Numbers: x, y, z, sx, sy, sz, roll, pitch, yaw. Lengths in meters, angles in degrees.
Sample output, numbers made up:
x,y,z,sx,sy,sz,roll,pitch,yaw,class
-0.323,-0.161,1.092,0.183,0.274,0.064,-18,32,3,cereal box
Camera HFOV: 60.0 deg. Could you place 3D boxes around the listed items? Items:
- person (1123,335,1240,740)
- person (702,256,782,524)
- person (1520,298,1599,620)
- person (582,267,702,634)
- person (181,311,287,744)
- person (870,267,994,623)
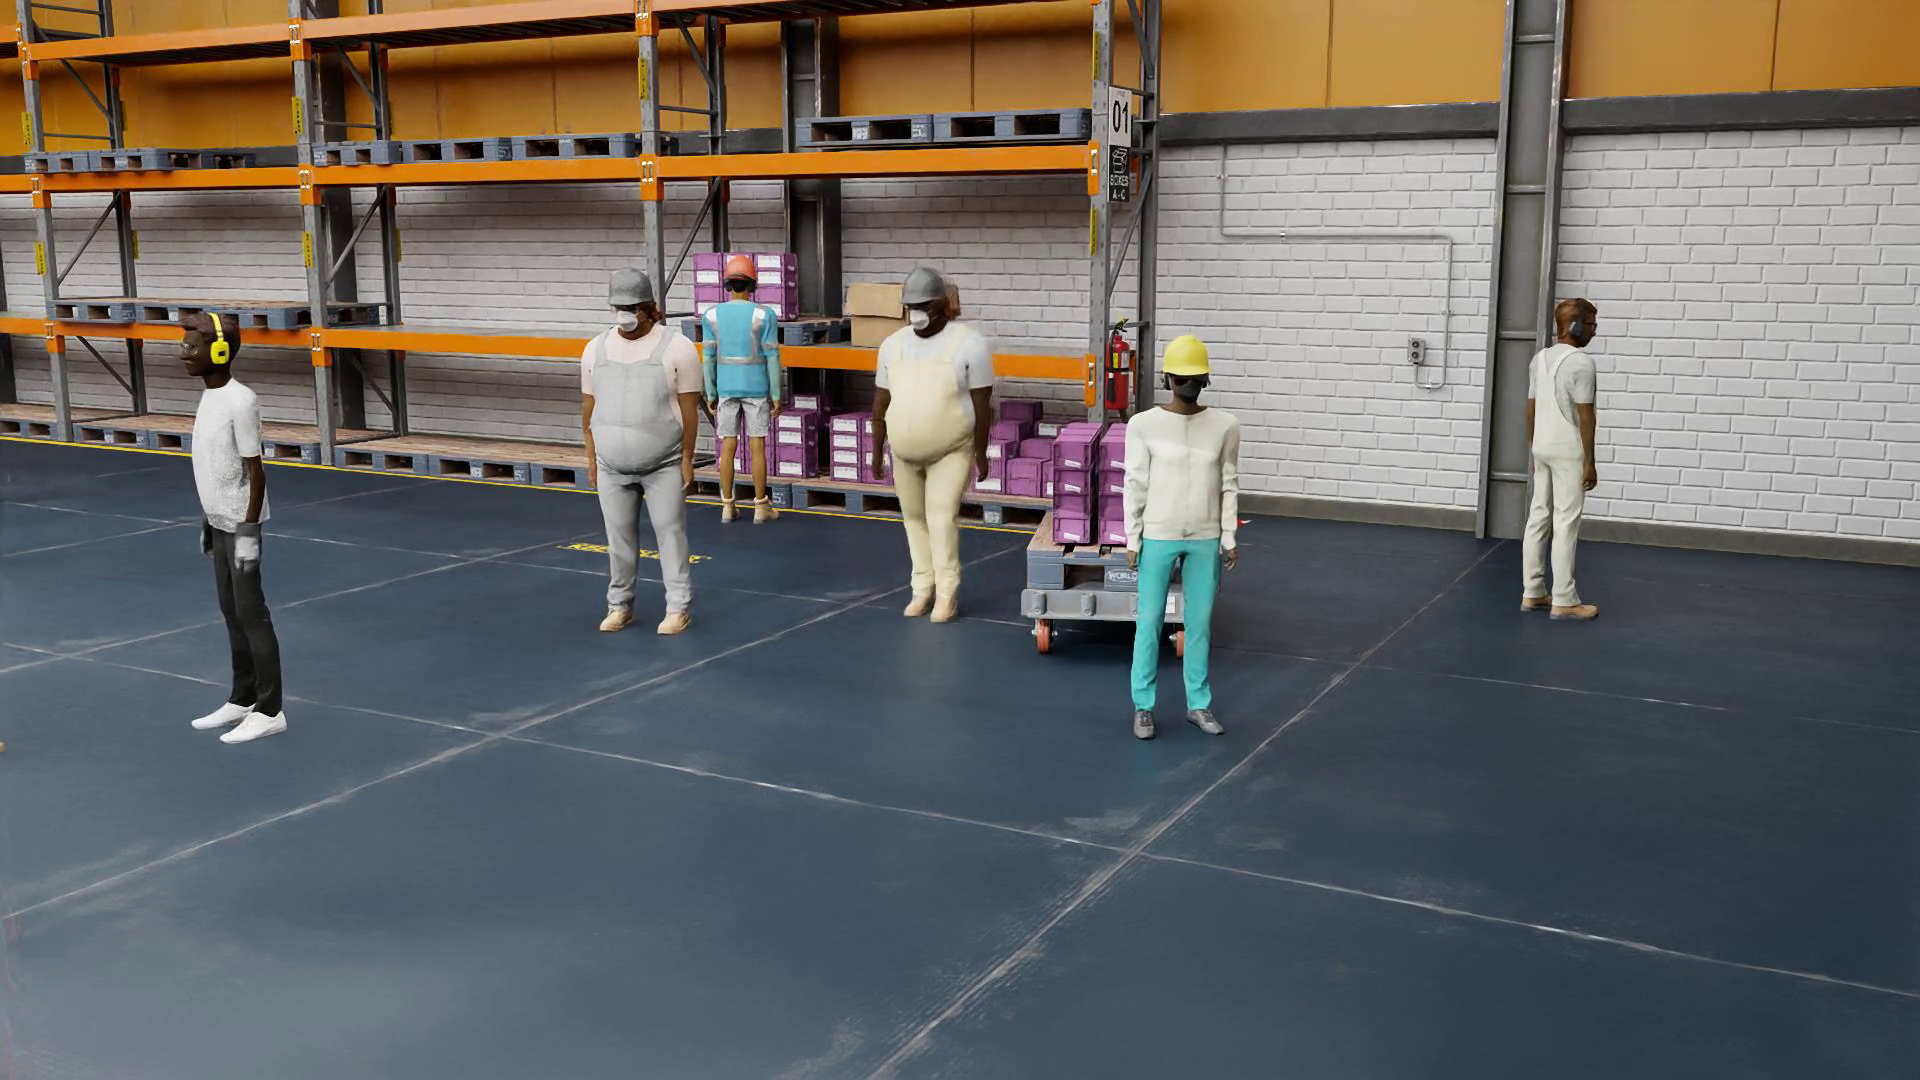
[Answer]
x,y,z,sx,sy,sz,roll,pitch,yaw,class
0.970,-0.003,7.260,0.534,1.767,0.325,-2,11,-11,person
-1.650,-1.141,12.725,0.615,2.041,0.378,2,11,12,person
3.470,-0.464,9.571,0.343,1.840,0.507,-4,11,-20,person
-1.772,-0.486,9.136,0.683,2.000,0.536,2,10,8,person
-3.182,-0.054,7.235,0.330,1.874,0.518,-9,14,-41,person
-0.205,-0.540,9.435,0.700,2.000,0.619,5,11,24,person
